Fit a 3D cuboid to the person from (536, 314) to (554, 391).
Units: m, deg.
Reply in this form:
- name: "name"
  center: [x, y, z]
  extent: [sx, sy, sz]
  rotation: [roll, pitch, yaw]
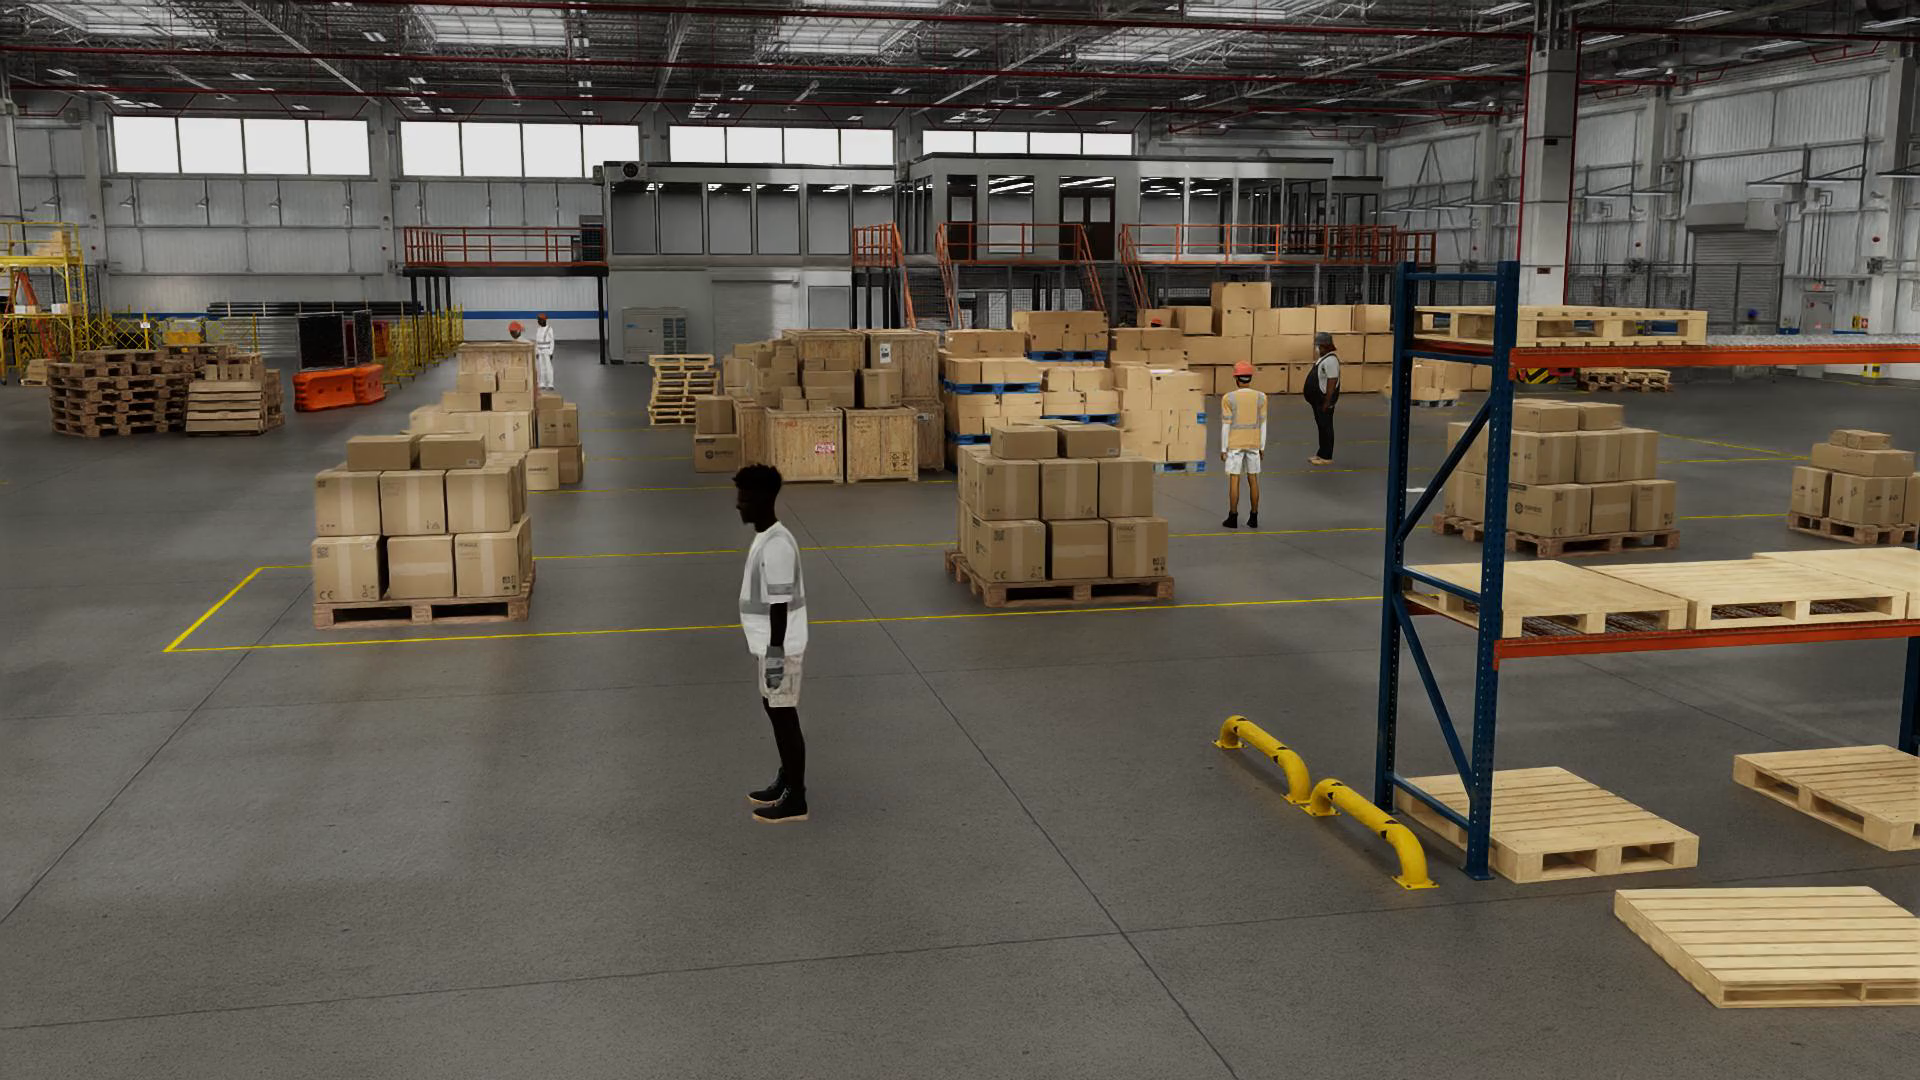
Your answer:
- name: "person"
  center: [-10.084, -4.546, 40.357]
  extent: [0.572, 1.886, 0.355]
  rotation: [7, 11, 35]

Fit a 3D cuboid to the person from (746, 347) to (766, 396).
- name: "person"
  center: [-3.203, -2.266, 26.949]
  extent: [0.538, 1.730, 0.343]
  rotation: [-4, 10, -22]

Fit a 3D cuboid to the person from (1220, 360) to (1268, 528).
- name: "person"
  center: [3.259, -1.097, 19.182]
  extent: [0.544, 1.938, 0.356]
  rotation: [-1, 9, -8]

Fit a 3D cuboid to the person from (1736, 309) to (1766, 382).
- name: "person"
  center: [20.863, -5.111, 43.742]
  extent: [0.967, 1.893, 0.619]
  rotation: [-1, 9, -7]

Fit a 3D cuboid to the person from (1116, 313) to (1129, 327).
- name: "person"
  center: [4.194, -4.897, 42.636]
  extent: [0.346, 1.843, 0.506]
  rotation: [-9, 13, -43]

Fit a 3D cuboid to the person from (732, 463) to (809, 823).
- name: "person"
  center: [-1.027, 0.553, 9.084]
  extent: [0.398, 1.956, 0.604]
  rotation: [-2, 10, -12]

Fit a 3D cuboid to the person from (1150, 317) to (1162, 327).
- name: "person"
  center: [4.240, -3.877, 36.140]
  extent: [0.543, 1.932, 0.365]
  rotation: [6, 11, 33]

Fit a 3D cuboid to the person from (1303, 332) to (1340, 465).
- name: "person"
  center: [5.497, -2.157, 25.322]
  extent: [0.537, 2.000, 0.689]
  rotation: [1, 9, 4]

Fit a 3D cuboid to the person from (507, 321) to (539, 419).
- name: "person"
  center: [-8.682, -3.314, 32.674]
  extent: [0.625, 1.938, 1.027]
  rotation: [8, 12, 40]
